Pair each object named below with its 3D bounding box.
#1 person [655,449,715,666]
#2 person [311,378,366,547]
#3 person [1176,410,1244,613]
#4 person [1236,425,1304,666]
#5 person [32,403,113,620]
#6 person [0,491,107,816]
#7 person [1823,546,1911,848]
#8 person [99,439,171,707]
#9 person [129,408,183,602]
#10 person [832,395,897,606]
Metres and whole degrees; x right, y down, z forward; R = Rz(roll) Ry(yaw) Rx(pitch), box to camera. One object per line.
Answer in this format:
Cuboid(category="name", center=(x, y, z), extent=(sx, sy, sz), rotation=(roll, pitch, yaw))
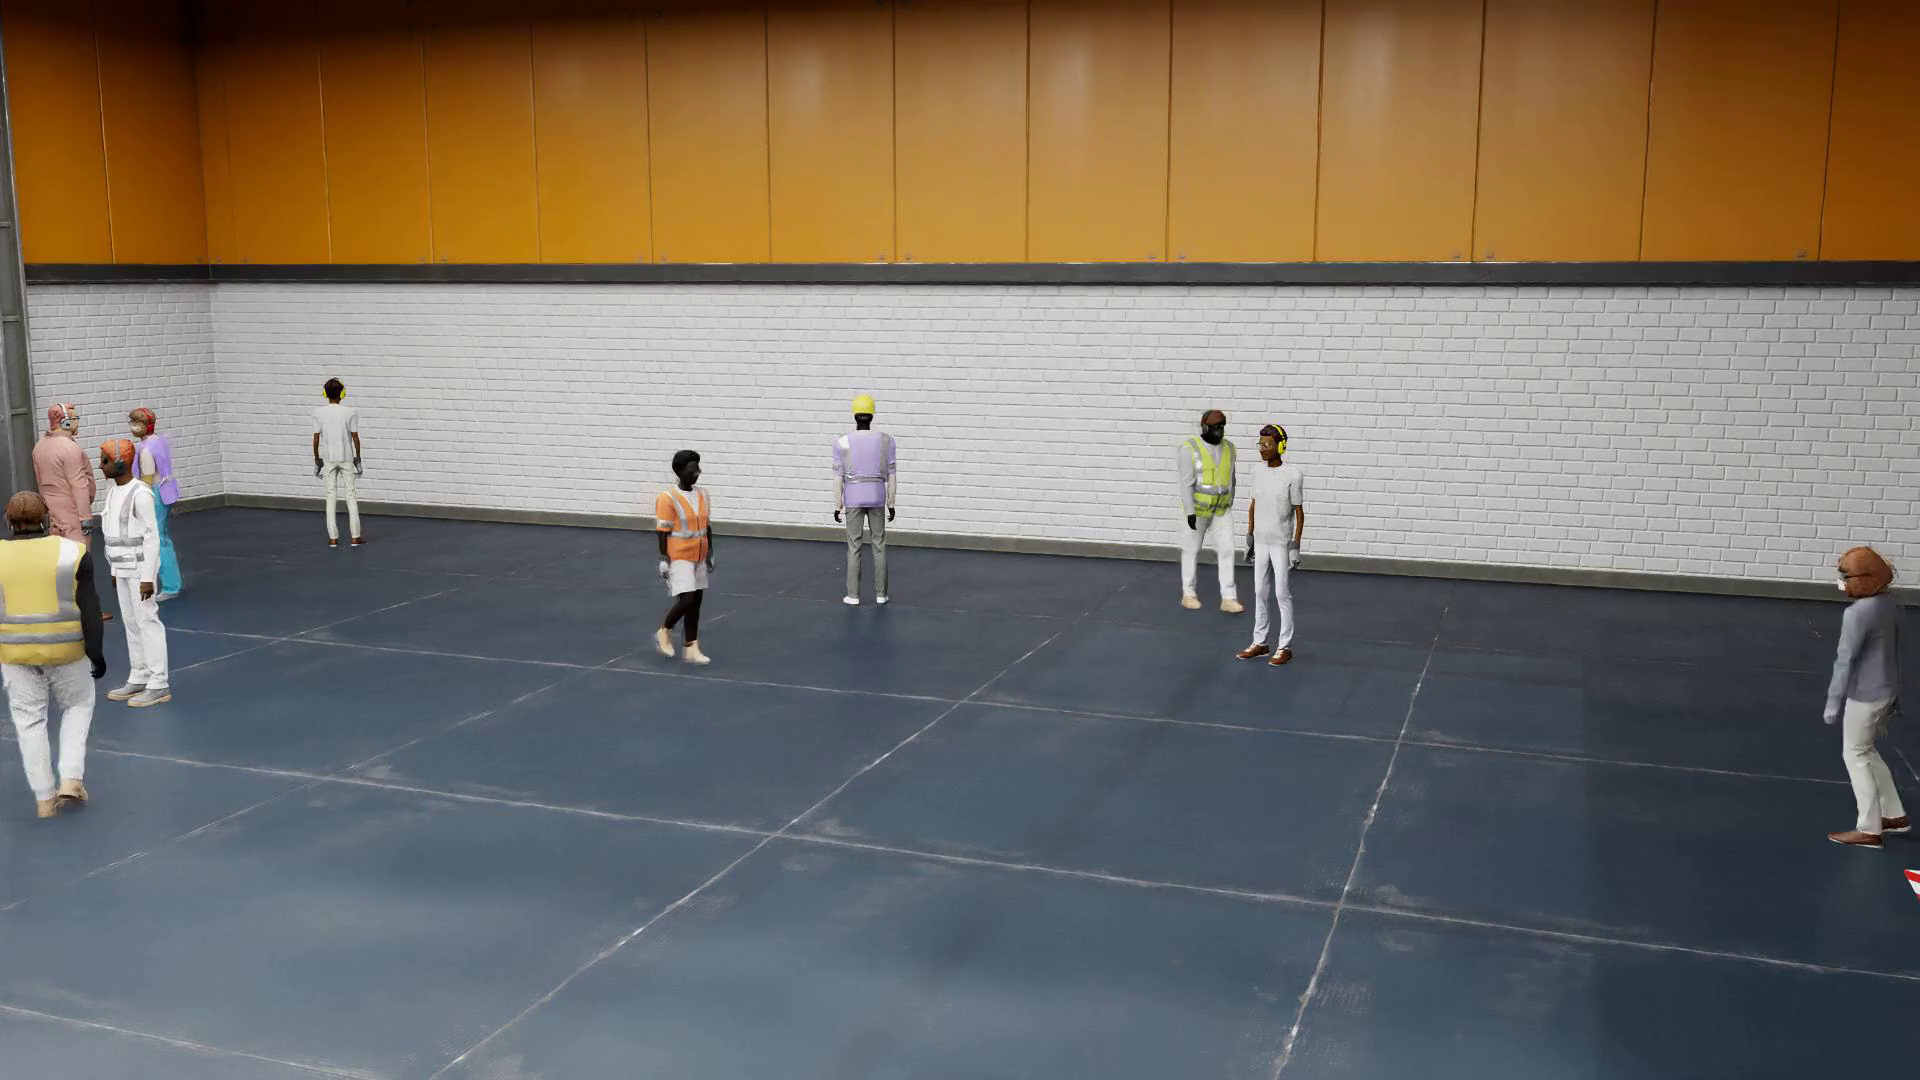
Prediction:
Cuboid(category="person", center=(-2.110, 0.134, 12.806), extent=(0.394, 1.683, 0.551), rotation=(6, 11, 33))
Cuboid(category="person", center=(-6.889, -0.857, 18.413), extent=(0.519, 1.873, 0.335), rotation=(-2, 9, -11))
Cuboid(category="person", center=(2.248, -0.240, 14.786), extent=(0.629, 1.813, 0.814), rotation=(-3, 10, -20))
Cuboid(category="person", center=(2.420, 0.036, 12.878), extent=(0.315, 1.869, 0.526), rotation=(-8, 12, -40))
Cuboid(category="person", center=(-7.714, -0.236, 14.444), extent=(0.640, 1.910, 0.407), rotation=(6, 11, 34))
Cuboid(category="person", center=(-5.122, 0.636, 9.276), extent=(0.657, 1.829, 0.449), rotation=(-3, 10, -19))
Cuboid(category="person", center=(4.755, 0.827, 8.754), extent=(0.522, 1.607, 0.370), rotation=(-8, 12, -42))
Cuboid(category="person", center=(-5.799, 0.226, 11.661), extent=(0.576, 1.881, 0.352), rotation=(8, 12, 42))
Cuboid(category="person", center=(-7.403, -0.326, 15.343), extent=(0.385, 1.810, 0.713), rotation=(-3, 10, -16))
Cuboid(category="person", center=(-0.869, -0.356, 15.129), extent=(0.588, 1.927, 0.371), rotation=(-2, 9, -11))
